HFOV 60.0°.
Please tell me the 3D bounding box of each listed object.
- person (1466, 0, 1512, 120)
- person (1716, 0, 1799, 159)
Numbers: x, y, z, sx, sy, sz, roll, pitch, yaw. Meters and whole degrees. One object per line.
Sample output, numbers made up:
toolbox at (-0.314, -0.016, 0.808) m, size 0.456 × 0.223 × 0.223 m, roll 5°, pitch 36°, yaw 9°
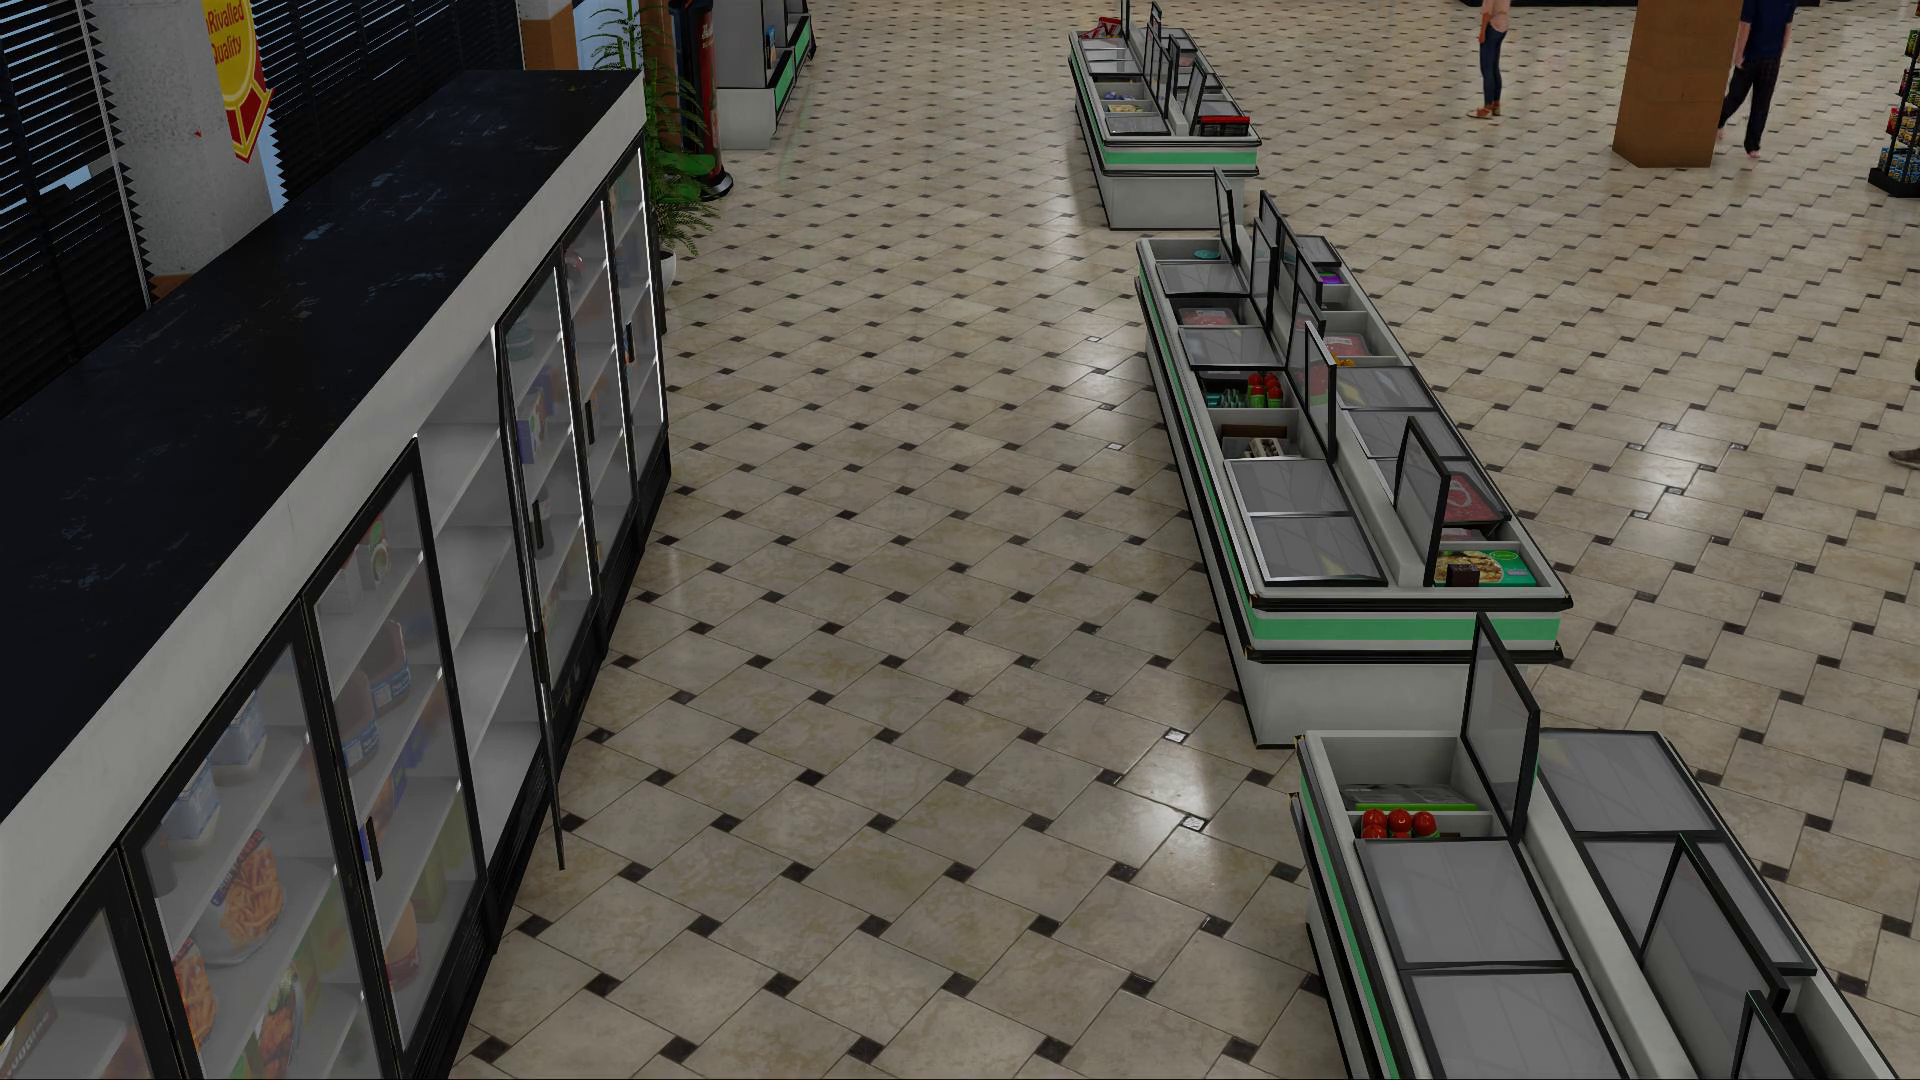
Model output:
person at (5.618, -5.356, 17.486) m, size 0.763 × 1.783 × 0.679 m, roll 17°, pitch 32°, yaw 31°
person at (7.694, -4.692, 16.108) m, size 0.755 × 1.845 × 1.142 m, roll 3°, pitch 27°, yaw 7°
